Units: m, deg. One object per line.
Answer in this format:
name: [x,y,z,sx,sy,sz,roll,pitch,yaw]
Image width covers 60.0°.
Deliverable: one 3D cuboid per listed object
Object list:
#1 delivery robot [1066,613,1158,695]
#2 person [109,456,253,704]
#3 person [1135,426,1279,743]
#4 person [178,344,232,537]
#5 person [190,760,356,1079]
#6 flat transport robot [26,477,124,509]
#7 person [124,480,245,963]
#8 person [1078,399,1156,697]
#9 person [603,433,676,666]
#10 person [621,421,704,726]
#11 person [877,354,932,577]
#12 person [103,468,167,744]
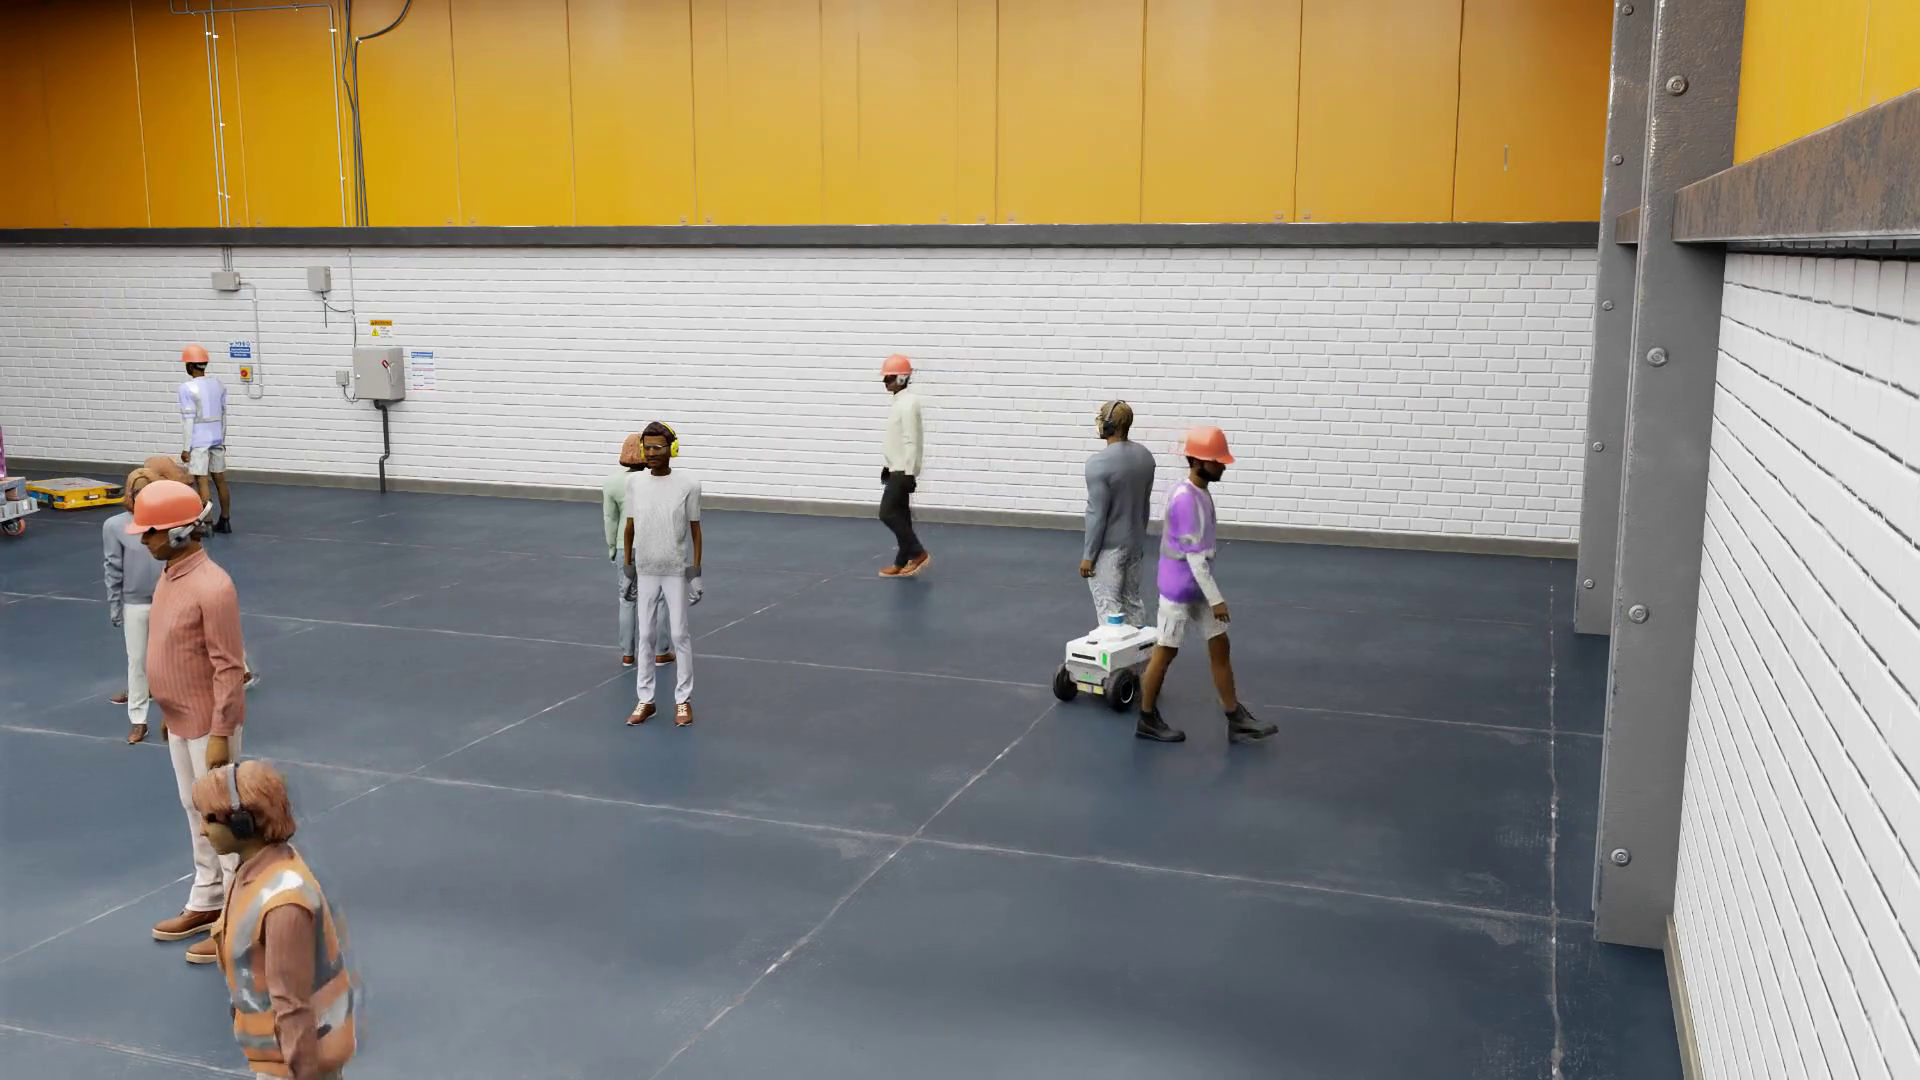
delivery robot: [0.997,0.712,10.717,0.477,0.478,0.707,8,13,38]
person: [-5.019,0.250,10.679,0.842,1.592,0.515,-7,12,-34]
person: [1.434,0.288,9.606,0.937,1.889,0.548,5,11,24]
person: [-7.598,-0.993,16.694,0.349,1.942,0.543,4,11,21]
person: [-1.718,1.346,4.411,0.490,1.621,0.552,-5,11,-26]
flat transport robot: [-10.123,-0.546,18.878,1.431,0.197,0.652,8,13,40]
person: [-3.147,0.734,6.836,0.391,1.987,0.608,-10,14,-43]
person: [1.003,0.054,10.806,0.372,1.940,0.631,9,13,40]
person: [-2.215,0.071,11.565,0.499,1.633,0.286,0,10,1]
person: [-1.815,0.207,10.131,0.519,1.874,0.326,1,10,5]
person: [-0.535,-0.636,14.560,0.430,1.978,0.625,-1,10,-7]
person: [-4.756,0.379,9.830,0.501,1.632,0.280,-5,11,-24]
